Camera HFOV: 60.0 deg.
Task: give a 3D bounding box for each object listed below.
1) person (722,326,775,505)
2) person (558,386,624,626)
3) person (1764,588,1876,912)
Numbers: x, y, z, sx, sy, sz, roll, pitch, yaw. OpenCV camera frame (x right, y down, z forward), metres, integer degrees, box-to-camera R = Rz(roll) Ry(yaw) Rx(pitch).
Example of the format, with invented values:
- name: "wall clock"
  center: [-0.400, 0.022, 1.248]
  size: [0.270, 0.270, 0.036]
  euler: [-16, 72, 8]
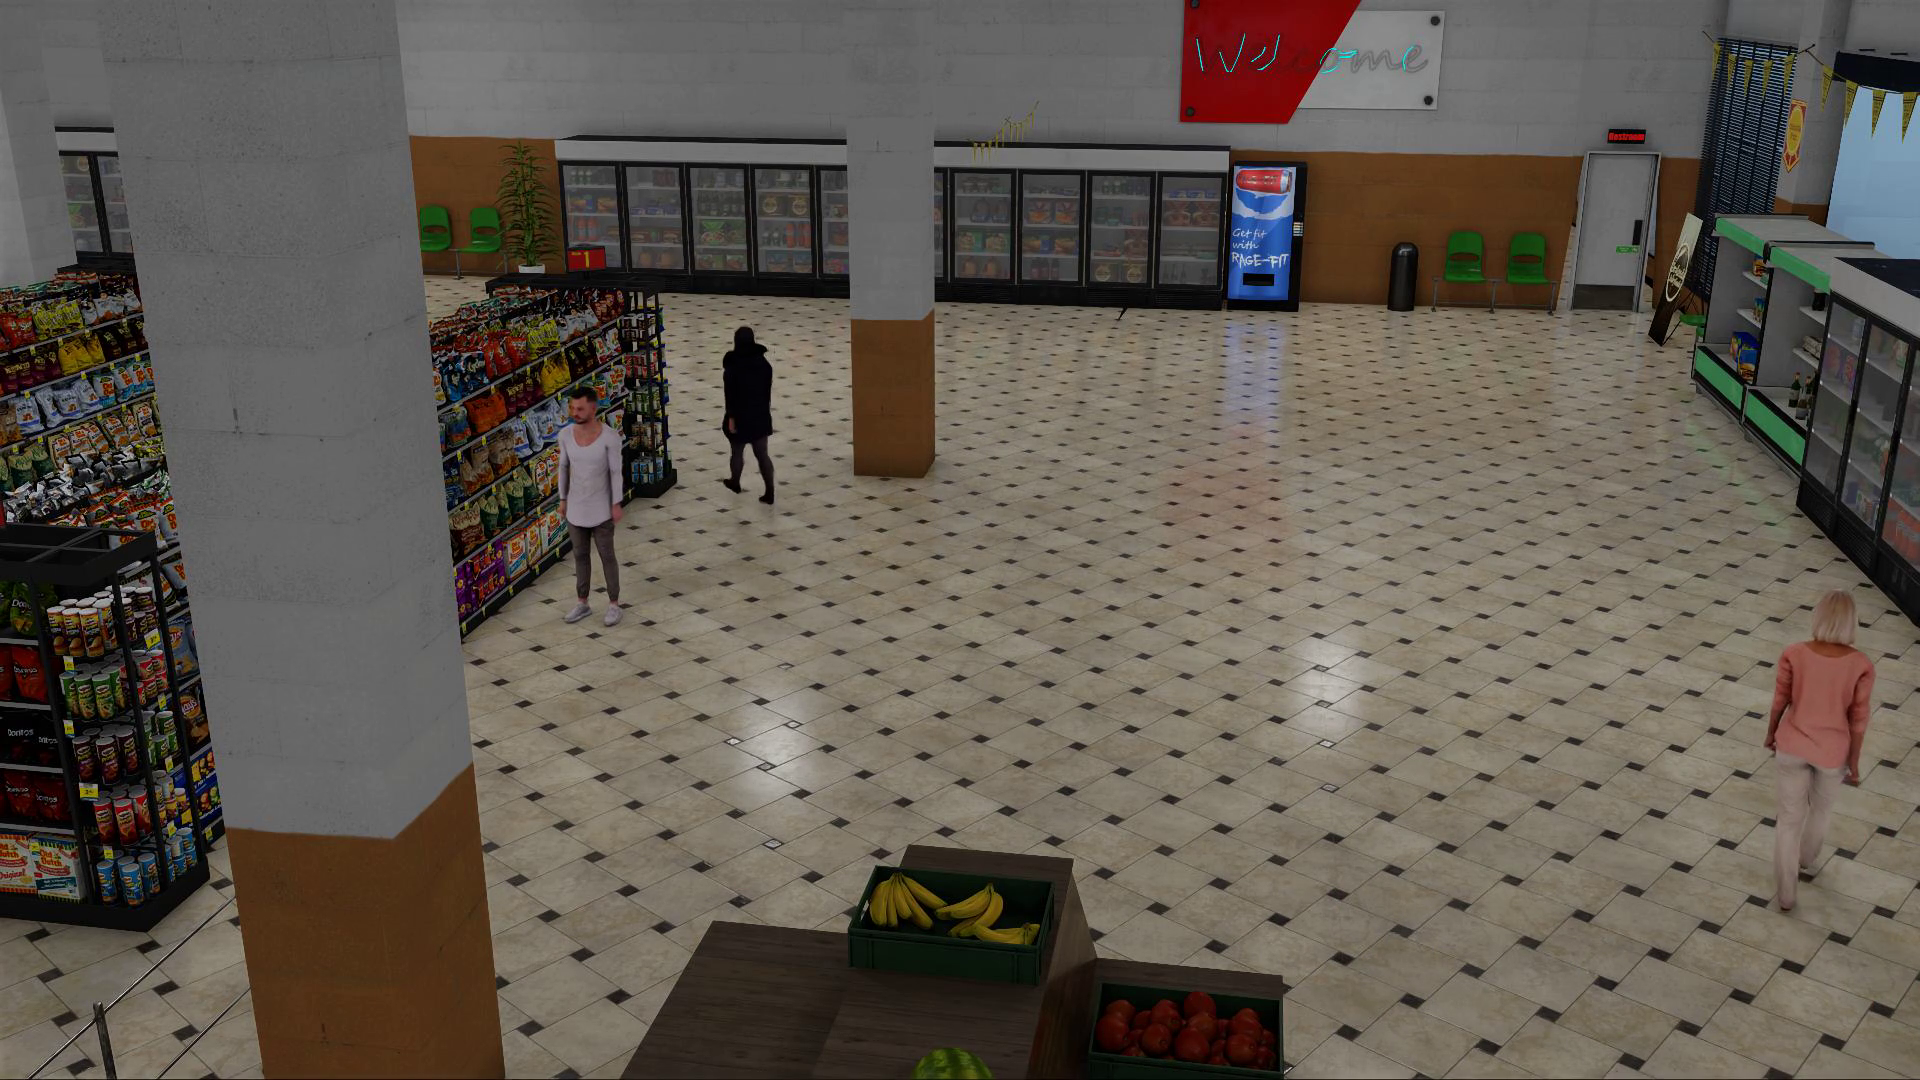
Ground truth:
- name: "person"
  center: [-1.887, -1.097, 15.195]
  size: [1.104, 1.633, 1.164]
  euler: [-13, 22, -33]
- name: "person"
  center: [-2.760, -0.272, 12.434]
  size: [0.672, 1.833, 0.559]
  euler: [4, 19, 12]
- name: "person"
  center: [4.381, 1.108, 8.553]
  size: [0.808, 1.698, 1.047]
  euler: [10, 21, 27]
